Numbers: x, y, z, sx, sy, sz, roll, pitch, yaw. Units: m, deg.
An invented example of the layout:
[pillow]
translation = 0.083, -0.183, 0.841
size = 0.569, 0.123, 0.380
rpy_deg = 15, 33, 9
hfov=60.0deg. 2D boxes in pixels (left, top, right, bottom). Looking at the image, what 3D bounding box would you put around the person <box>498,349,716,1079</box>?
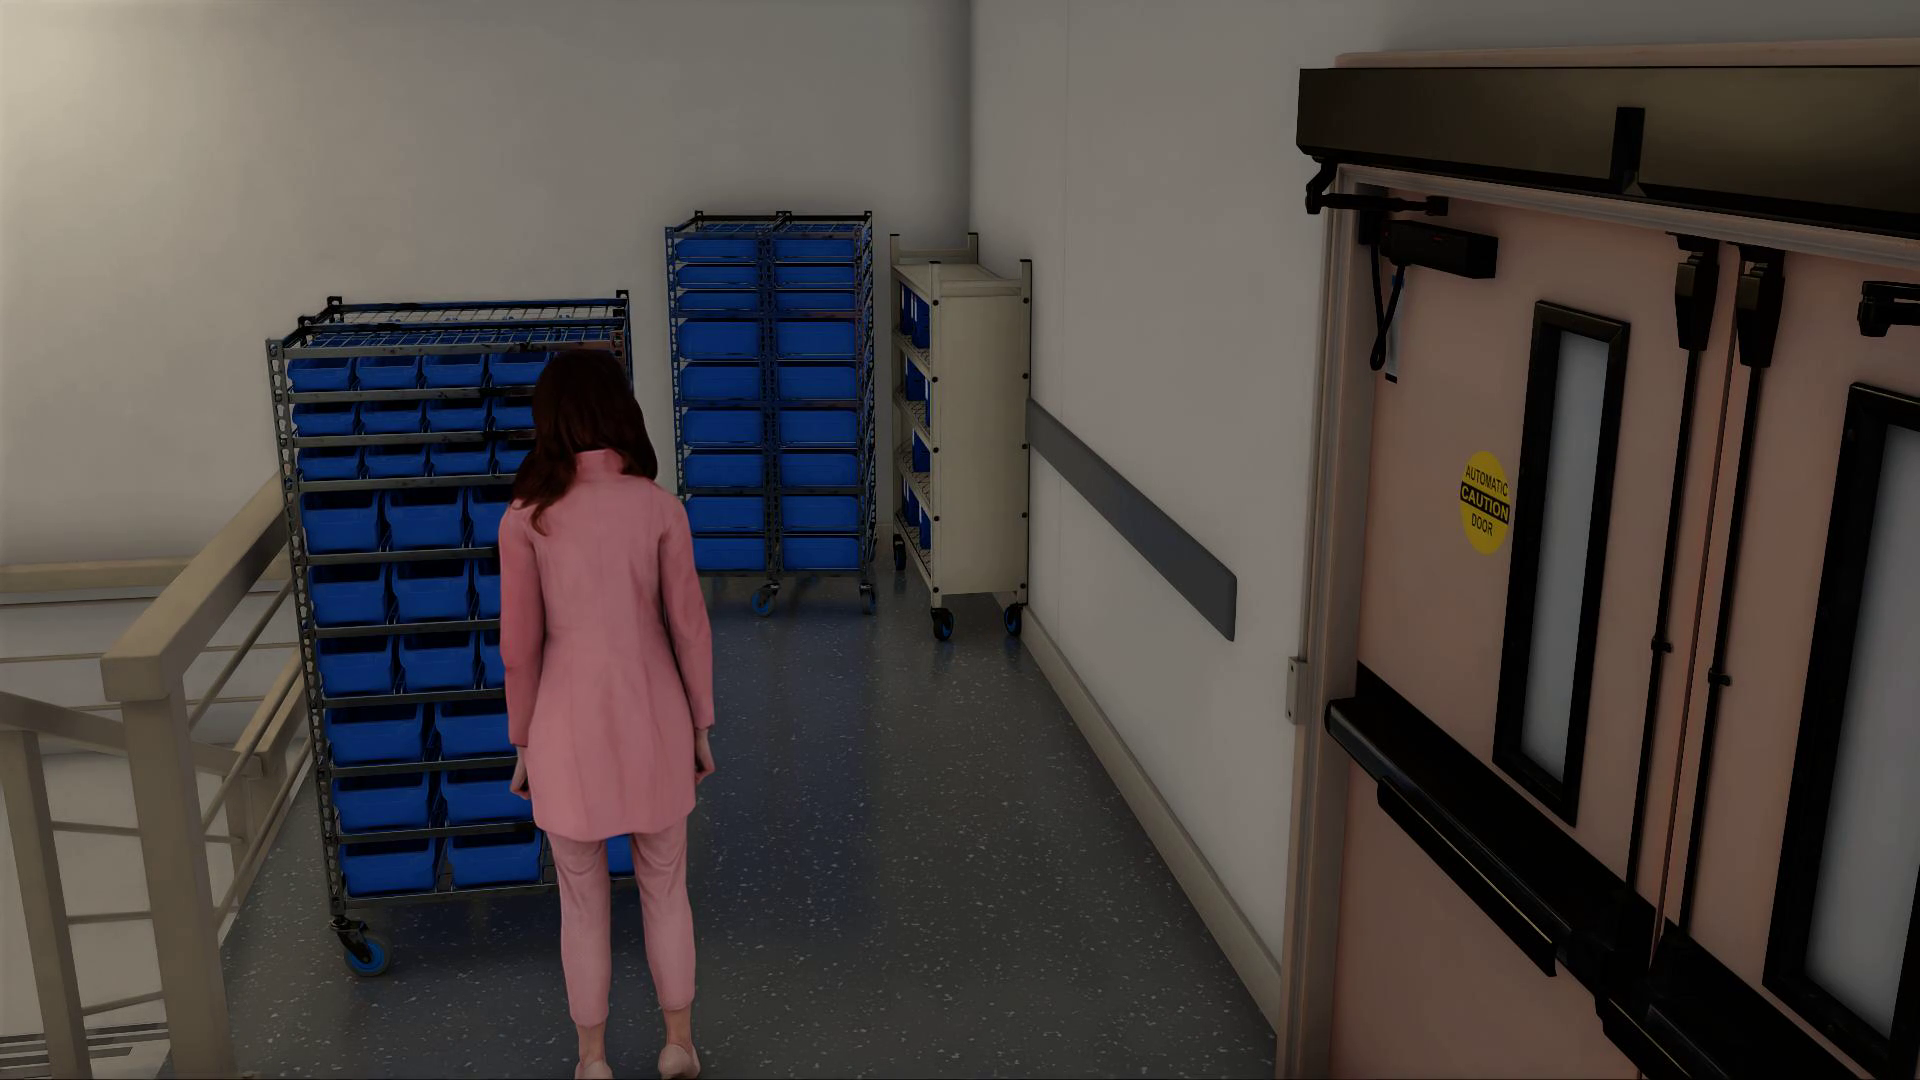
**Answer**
[person]
translation = -0.801, 0.464, 3.785
size = 0.635, 1.800, 0.538
rpy_deg = -4, 16, -15
